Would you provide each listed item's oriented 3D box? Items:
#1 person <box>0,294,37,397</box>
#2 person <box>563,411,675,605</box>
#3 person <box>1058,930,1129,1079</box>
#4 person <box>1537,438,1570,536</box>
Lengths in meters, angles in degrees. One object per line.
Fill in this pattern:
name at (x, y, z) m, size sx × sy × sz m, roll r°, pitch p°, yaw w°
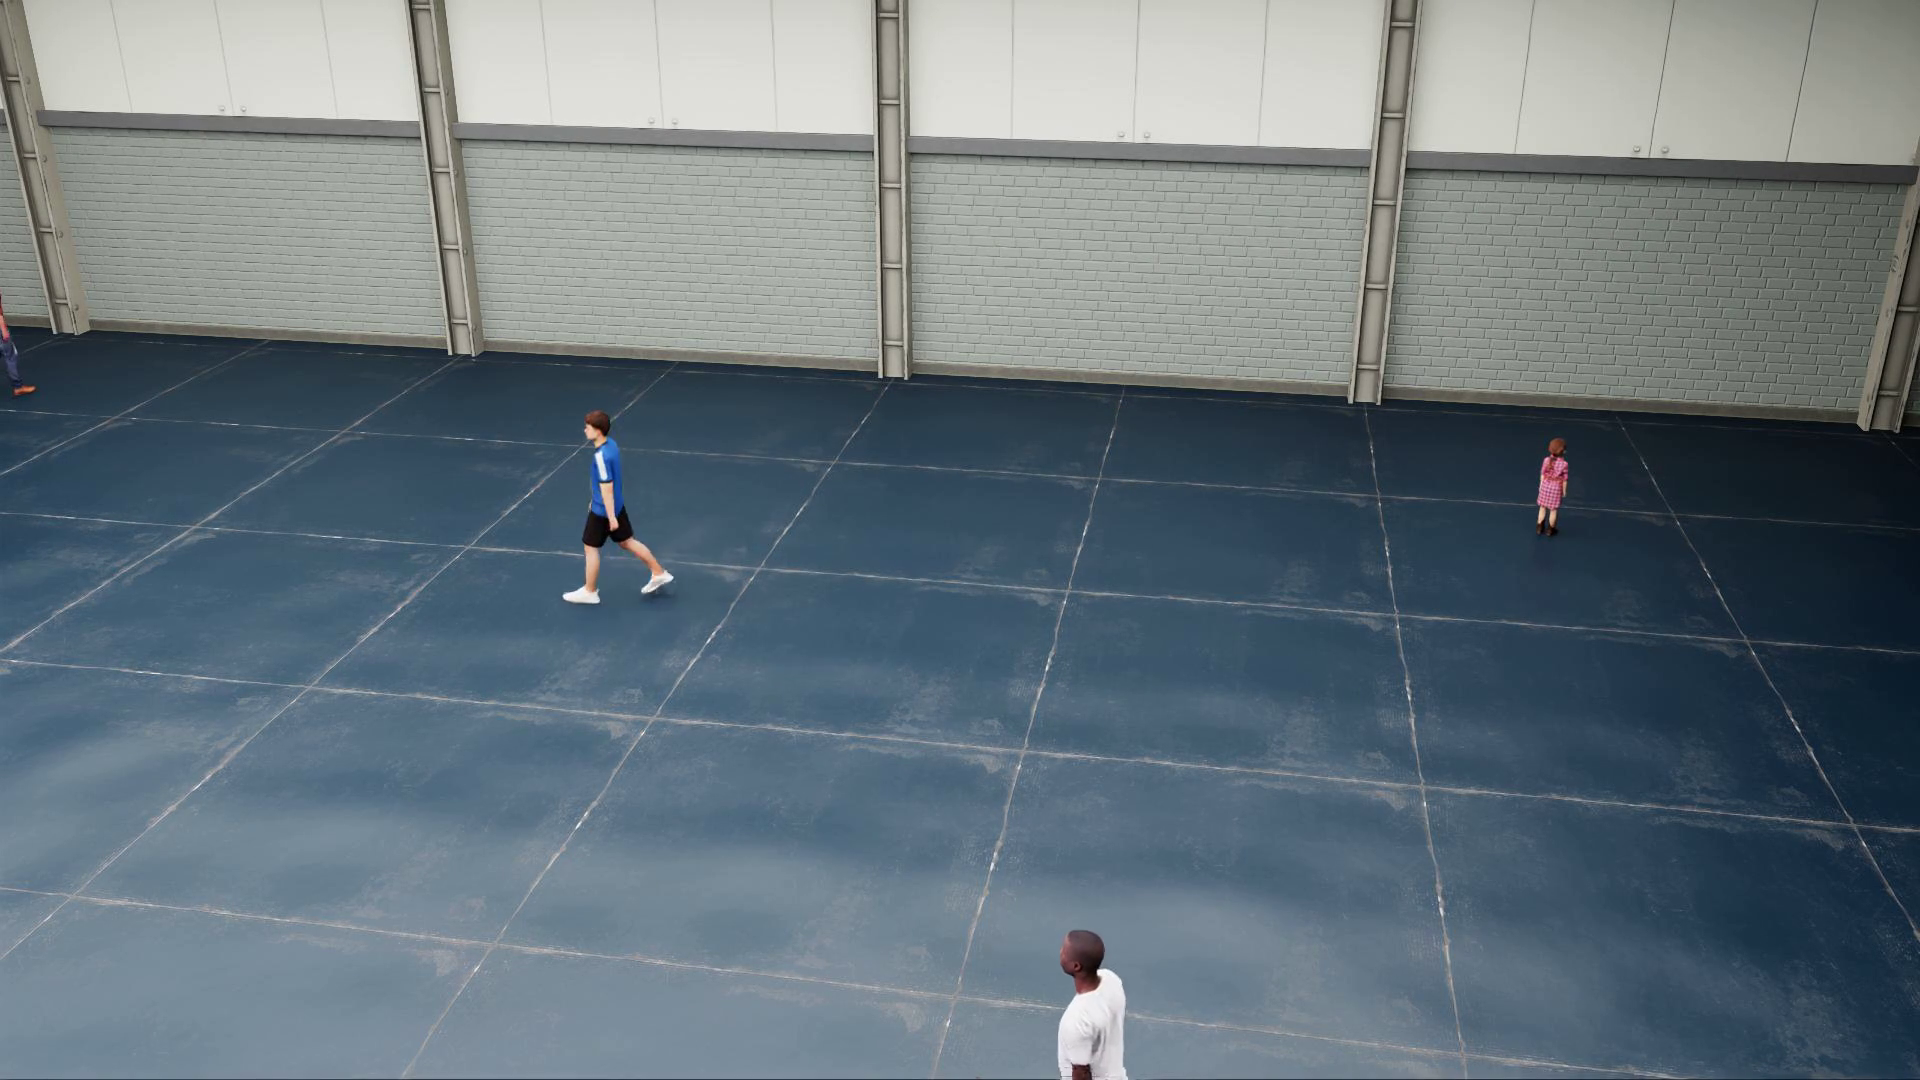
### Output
person at (-12.032, -2.620, 20.546) m, size 1.011 × 1.819 × 0.943 m, roll 11°, pitch 26°, yaw 25°
person at (-3.089, -0.290, 15.054) m, size 1.298 × 1.828 × 0.879 m, roll -2°, pitch 23°, yaw -4°
person at (0.732, 2.731, 8.004) m, size 1.227 × 1.786 × 0.948 m, roll 13°, pitch 26°, yaw 27°
person at (5.941, -0.543, 16.680) m, size 0.471 × 1.022 × 0.555 m, roll 16°, pitch 28°, yaw 33°
